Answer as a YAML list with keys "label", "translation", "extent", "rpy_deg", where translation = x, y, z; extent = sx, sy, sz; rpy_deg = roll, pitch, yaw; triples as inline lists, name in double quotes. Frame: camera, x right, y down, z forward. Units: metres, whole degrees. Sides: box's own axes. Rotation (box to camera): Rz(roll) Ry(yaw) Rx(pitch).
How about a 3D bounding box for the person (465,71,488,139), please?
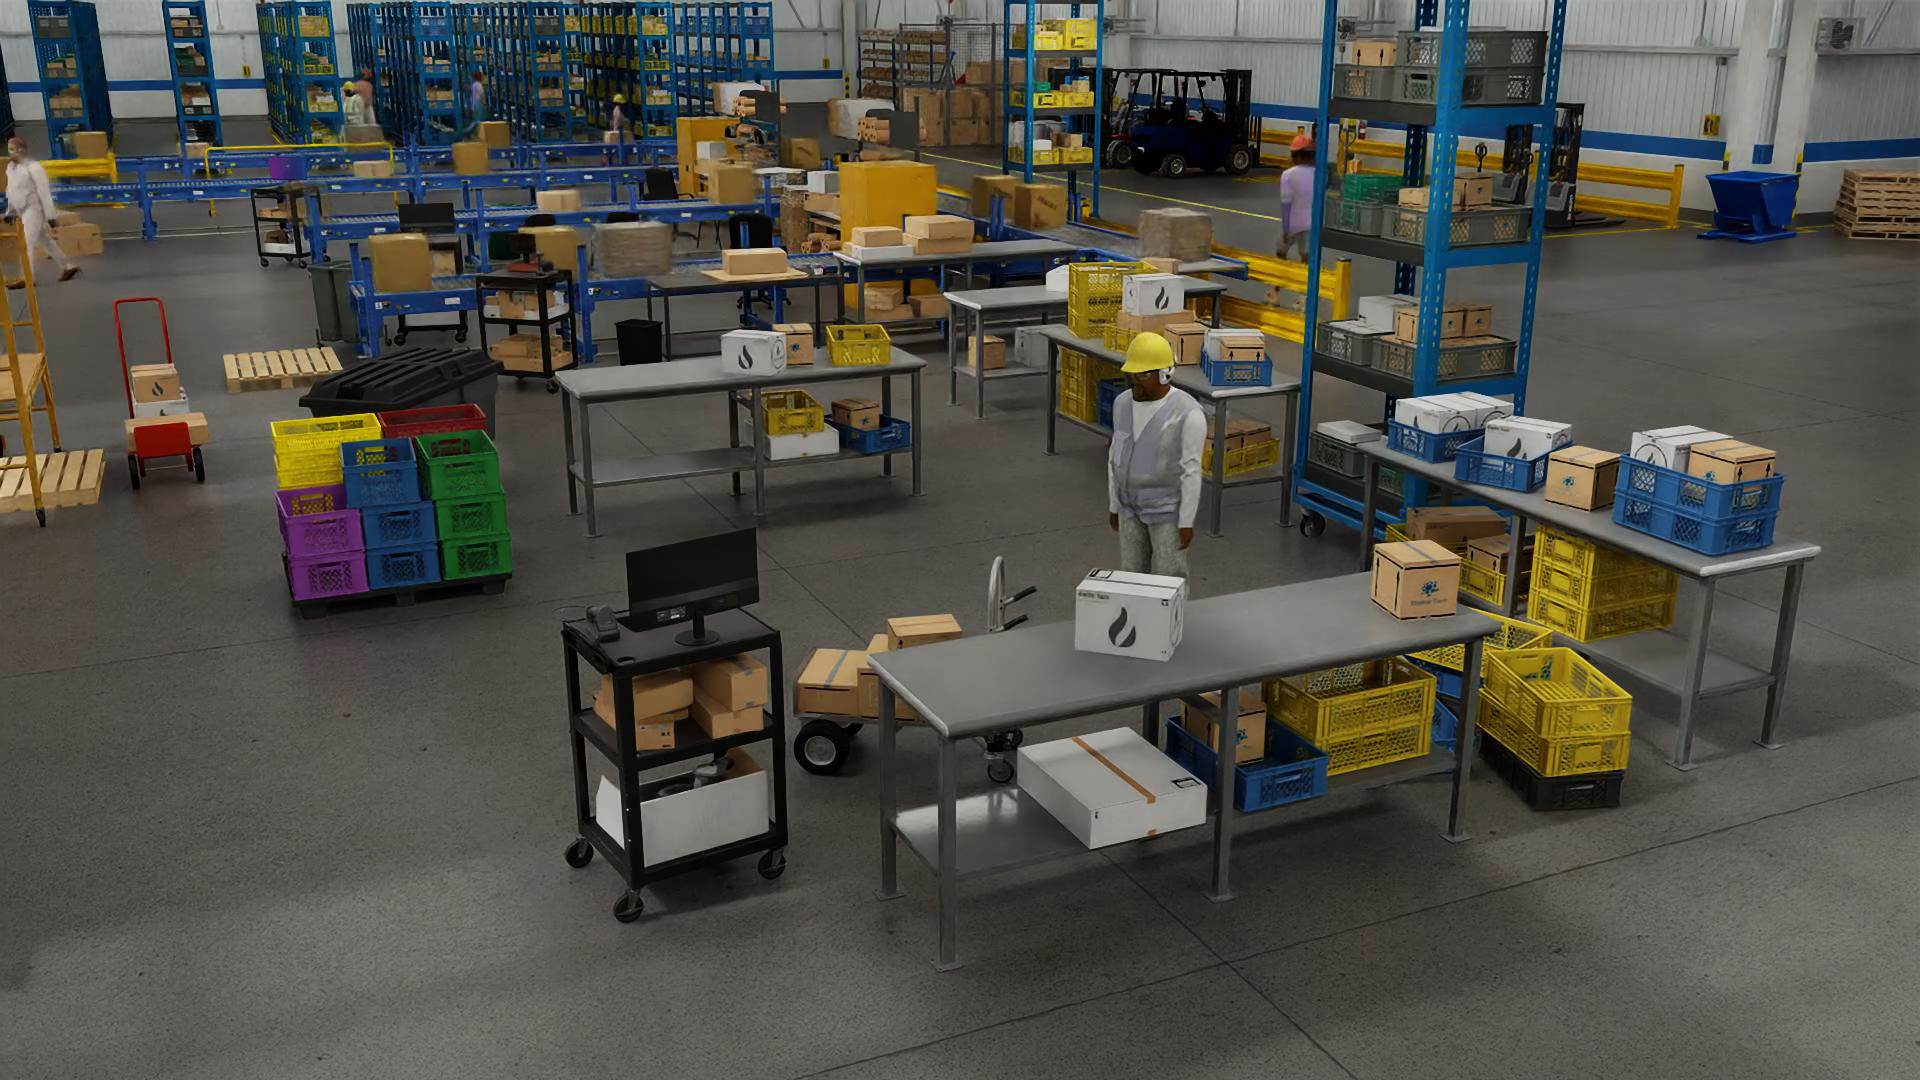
- label: "person"
  translation: [-13.201, -11.907, 45.567]
  extent: [0.763, 1.822, 0.577]
  rpy_deg: [-7, 19, -22]

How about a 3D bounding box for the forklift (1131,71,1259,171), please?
- label: "forklift"
  translation: [4.998, -8.936, 35.413]
  extent: [2.680, 1.987, 1.157]
  rpy_deg: [-9, 20, -25]

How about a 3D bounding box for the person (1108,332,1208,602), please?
- label: "person"
  translation: [0.985, -0.175, 8.619]
  extent: [0.403, 1.820, 0.595]
  rpy_deg: [-16, 24, -41]

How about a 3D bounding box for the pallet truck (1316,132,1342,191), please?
- label: "pallet truck"
  translation: [7.723, -7.504, 32.656]
  extent: [1.601, 1.201, 0.680]
  rpy_deg: [-8, 19, -23]

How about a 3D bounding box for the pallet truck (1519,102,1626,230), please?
- label: "pallet truck"
  translation: [9.972, -6.037, 26.785]
  extent: [1.885, 1.965, 0.823]
  rpy_deg: [-9, 20, -25]

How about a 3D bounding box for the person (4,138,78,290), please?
- label: "person"
  translation: [-11.766, -4.161, 21.113]
  extent: [0.637, 1.867, 0.988]
  rpy_deg: [12, 21, 33]

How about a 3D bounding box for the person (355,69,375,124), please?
- label: "person"
  translation: [-15.959, -11.625, 44.523]
  extent: [1.034, 1.924, 0.659]
  rpy_deg: [11, 20, 30]

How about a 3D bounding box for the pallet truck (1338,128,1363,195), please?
- label: "pallet truck"
  translation: [7.845, -7.140, 31.411]
  extent: [1.522, 1.261, 0.704]
  rpy_deg: [-9, 20, -25]

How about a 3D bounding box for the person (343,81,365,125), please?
- label: "person"
  translation: [-14.079, -9.713, 38.640]
  extent: [0.592, 1.828, 0.404]
  rpy_deg: [10, 20, 29]

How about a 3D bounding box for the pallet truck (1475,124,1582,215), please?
- label: "pallet truck"
  translation: [9.707, -6.455, 28.103]
  extent: [1.885, 1.965, 0.823]
  rpy_deg: [-7, 19, -20]

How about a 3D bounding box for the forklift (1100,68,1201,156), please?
- label: "forklift"
  translation: [4.082, -9.564, 37.410]
  extent: [2.680, 1.987, 1.157]
  rpy_deg: [-8, 19, -23]

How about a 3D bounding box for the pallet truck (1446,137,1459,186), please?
- label: "pallet truck"
  translation: [9.184, -6.485, 29.328]
  extent: [1.630, 1.274, 0.653]
  rpy_deg: [-8, 19, -23]

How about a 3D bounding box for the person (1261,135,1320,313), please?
- label: "person"
  translation: [3.880, -3.680, 19.344]
  extent: [0.619, 2.007, 0.909]
  rpy_deg: [-6, 19, -19]

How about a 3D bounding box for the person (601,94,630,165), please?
- label: "person"
  translation: [-7.259, -8.517, 35.069]
  extent: [0.820, 1.739, 0.540]
  rpy_deg: [-4, 18, -14]
